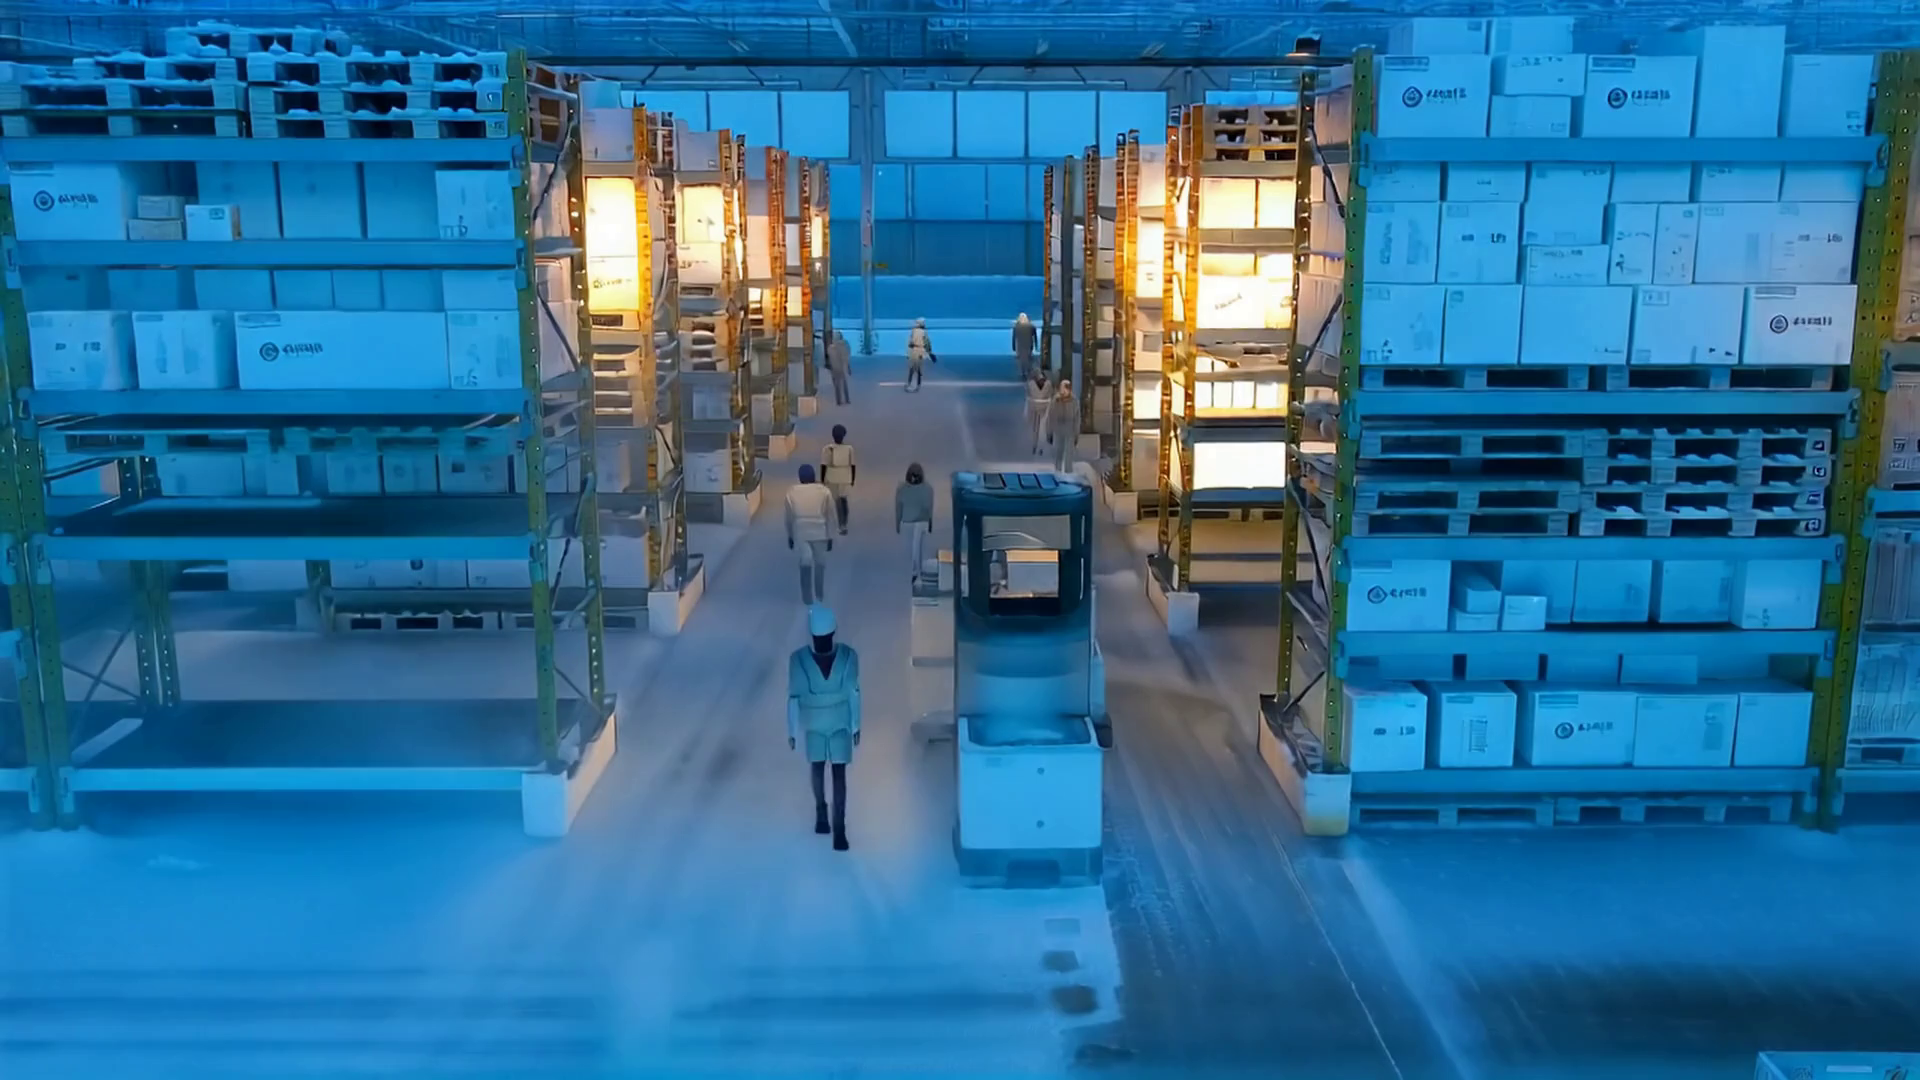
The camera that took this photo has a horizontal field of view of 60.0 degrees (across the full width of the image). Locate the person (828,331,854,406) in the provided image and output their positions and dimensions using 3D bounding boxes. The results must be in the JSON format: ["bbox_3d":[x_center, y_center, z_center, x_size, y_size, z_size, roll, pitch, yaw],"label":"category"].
[{"bbox_3d":[-2.959,-4.261,41.379,0.655,1.852,0.732,-4,12,-18],"label":"person"}]

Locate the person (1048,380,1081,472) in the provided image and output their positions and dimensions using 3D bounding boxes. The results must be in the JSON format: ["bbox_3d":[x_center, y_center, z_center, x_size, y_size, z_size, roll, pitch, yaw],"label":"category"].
[{"bbox_3d":[1.877,-1.888,29.484,0.652,1.906,0.403,-7,13,-31],"label":"person"}]

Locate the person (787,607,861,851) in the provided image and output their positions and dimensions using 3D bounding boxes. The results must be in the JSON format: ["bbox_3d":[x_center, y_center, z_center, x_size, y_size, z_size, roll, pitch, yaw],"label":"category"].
[{"bbox_3d":[-1.057,1.461,12.917,0.575,1.889,0.958,-1,11,-6],"label":"person"}]

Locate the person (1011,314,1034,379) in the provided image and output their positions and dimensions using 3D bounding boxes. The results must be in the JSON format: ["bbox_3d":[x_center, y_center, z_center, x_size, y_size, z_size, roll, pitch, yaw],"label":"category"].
[{"bbox_3d":[1.800,-5.597,48.007,0.662,1.860,1.005,2,12,8],"label":"person"}]

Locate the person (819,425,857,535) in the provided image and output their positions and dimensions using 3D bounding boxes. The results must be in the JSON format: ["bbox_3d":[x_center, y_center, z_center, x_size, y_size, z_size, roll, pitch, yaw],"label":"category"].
[{"bbox_3d":[-1.873,-0.933,25.319,0.535,1.659,0.713,-5,13,-25],"label":"person"}]

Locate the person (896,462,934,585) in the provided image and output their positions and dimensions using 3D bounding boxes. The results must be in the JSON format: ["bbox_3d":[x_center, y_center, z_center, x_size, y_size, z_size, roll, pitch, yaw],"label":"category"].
[{"bbox_3d":[-0.585,-0.250,22.068,0.507,1.612,0.681,3,12,12],"label":"person"}]

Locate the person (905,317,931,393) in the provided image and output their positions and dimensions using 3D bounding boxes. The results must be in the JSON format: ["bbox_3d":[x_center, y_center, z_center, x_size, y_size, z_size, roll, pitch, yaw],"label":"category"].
[{"bbox_3d":[-1.096,-4.912,44.239,0.685,1.997,0.524,0,11,-1],"label":"person"}]

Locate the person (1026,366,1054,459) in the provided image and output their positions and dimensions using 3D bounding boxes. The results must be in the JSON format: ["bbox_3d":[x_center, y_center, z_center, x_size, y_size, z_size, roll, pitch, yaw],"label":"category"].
[{"bbox_3d":[1.579,-2.513,32.751,0.567,1.832,0.443,0,11,1],"label":"person"}]

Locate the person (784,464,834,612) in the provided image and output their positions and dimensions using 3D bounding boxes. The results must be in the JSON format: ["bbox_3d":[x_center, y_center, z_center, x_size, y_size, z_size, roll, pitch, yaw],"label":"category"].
[{"bbox_3d":[-1.859,-0.037,20.642,0.639,1.774,0.931,1,11,4],"label":"person"}]

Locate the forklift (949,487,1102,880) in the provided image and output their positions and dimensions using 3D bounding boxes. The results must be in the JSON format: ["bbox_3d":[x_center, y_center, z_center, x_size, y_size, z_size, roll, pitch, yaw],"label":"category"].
[{"bbox_3d":[0.495,0.986,12.813,1.129,2.768,1.873,0,11,-2],"label":"forklift"}]
